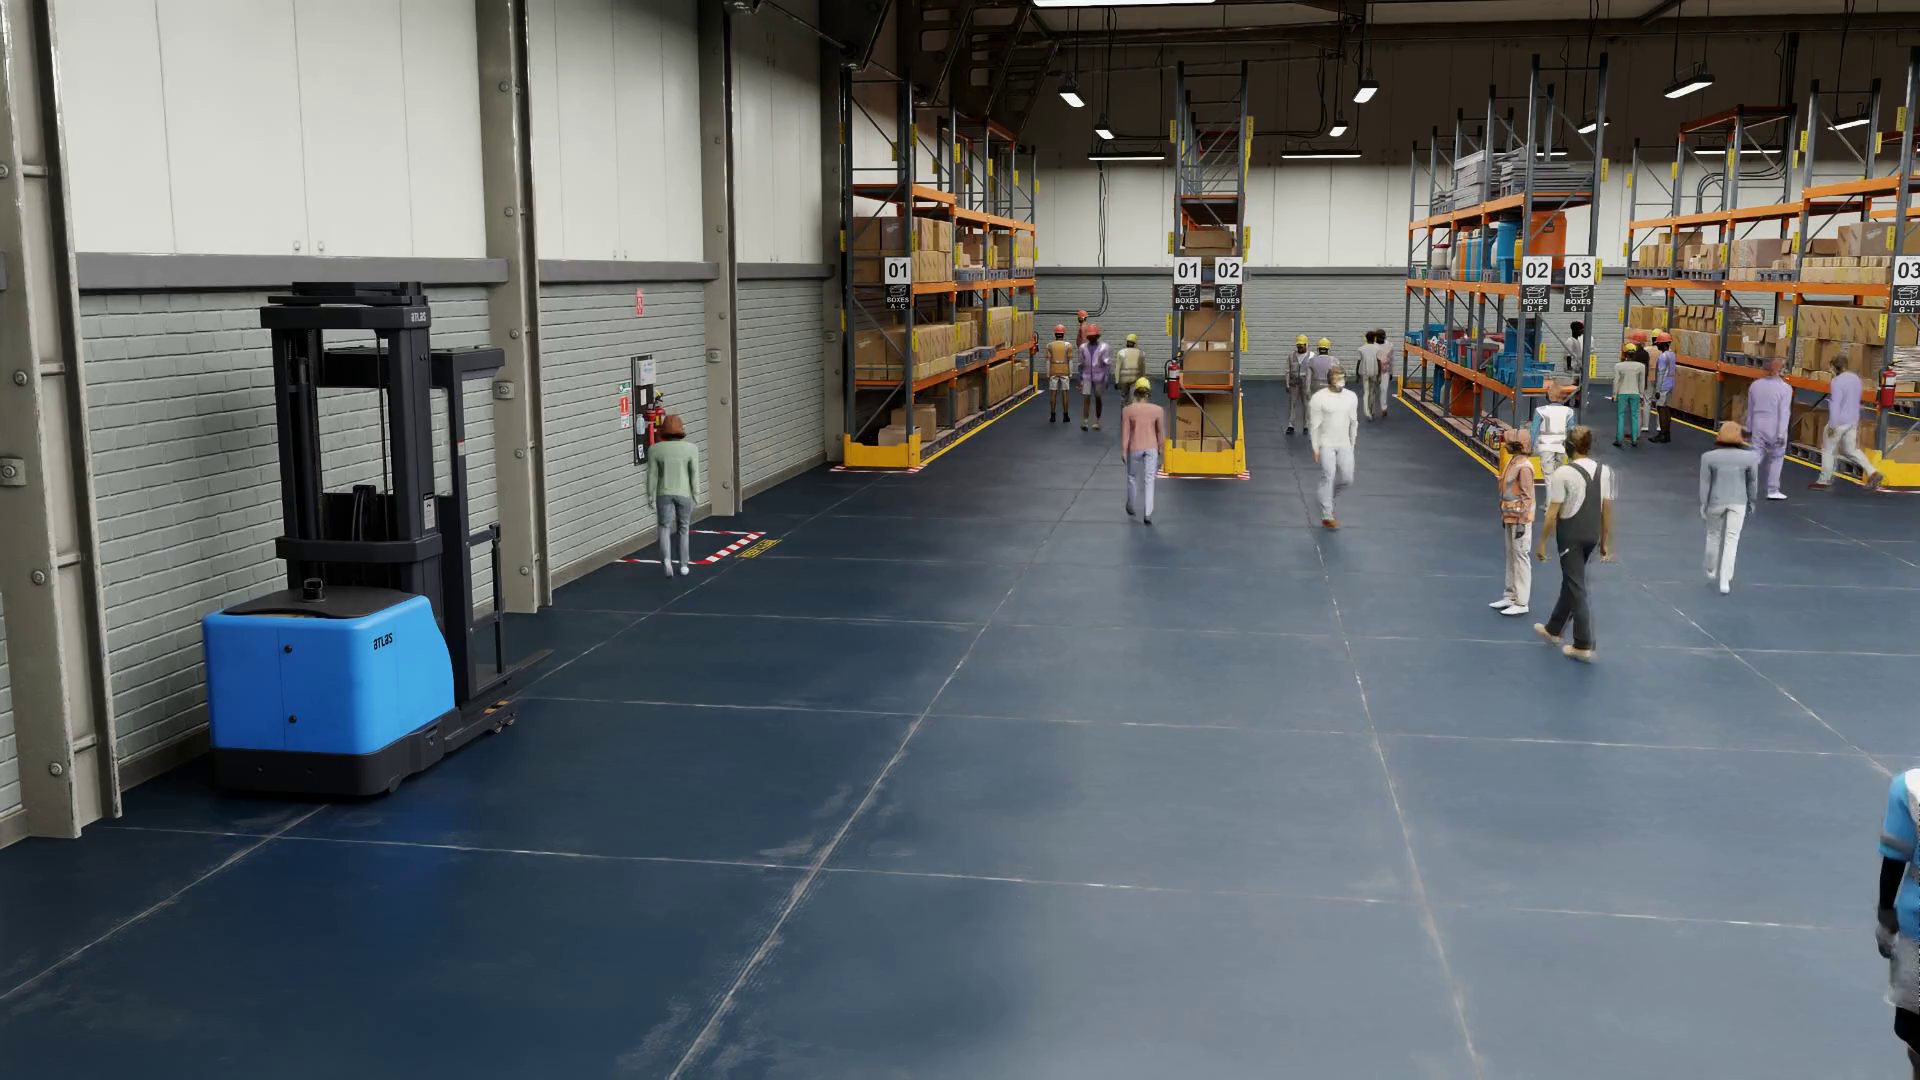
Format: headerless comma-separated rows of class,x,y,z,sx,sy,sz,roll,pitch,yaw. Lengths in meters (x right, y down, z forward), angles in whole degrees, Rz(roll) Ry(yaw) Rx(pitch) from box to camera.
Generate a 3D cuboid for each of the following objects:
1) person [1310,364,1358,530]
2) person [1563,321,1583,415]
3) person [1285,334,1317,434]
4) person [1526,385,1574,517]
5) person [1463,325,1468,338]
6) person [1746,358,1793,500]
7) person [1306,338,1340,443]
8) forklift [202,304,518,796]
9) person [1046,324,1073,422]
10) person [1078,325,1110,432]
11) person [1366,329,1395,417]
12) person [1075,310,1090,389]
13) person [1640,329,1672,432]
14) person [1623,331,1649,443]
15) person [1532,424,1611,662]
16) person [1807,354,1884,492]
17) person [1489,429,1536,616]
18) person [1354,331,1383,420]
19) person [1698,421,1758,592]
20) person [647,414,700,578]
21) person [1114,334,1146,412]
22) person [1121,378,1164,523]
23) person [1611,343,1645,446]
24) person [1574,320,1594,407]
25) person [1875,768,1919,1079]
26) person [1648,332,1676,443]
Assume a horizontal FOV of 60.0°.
person,4.351,-1.093,19.459,0.627,1.928,0.502,-3,10,-17
person,12.788,-3.588,34.723,0.361,1.963,0.613,6,11,31
person,6.314,-2.884,30.785,0.592,1.834,0.404,4,10,23
person,7.225,-1.093,20.445,0.513,1.607,0.740,-2,9,-10
person,12.887,-4.654,42.306,0.309,1.639,0.514,7,12,38
person,10.564,-1.449,21.824,0.808,1.881,0.638,-5,10,-26
person,6.340,-2.604,29.075,0.599,1.832,0.404,2,9,12
forklift,-3.673,-0.038,10.147,1.129,2.768,1.873,1,9,9
person,1.984,-3.329,33.215,0.545,1.939,0.354,1,9,7
person,2.509,-3.042,31.296,0.629,1.986,1.040,3,10,16
person,8.683,-3.464,34.494,0.632,1.794,0.959,2,9,10
person,3.143,-4.885,42.660,0.391,1.997,0.625,2,9,9
person,12.996,-2.989,31.147,0.595,1.925,0.375,1,9,8
person,11.857,-2.684,29.214,0.380,1.961,0.743,0,9,2
person,4.742,-0.004,13.075,0.540,1.814,0.852,-4,10,-23
person,12.077,-1.574,22.574,0.689,1.887,0.901,-6,11,-31
person,4.885,-0.161,14.604,0.314,1.636,0.515,1,9,4
person,8.238,-3.315,33.576,0.536,1.813,0.915,2,9,13
person,7.282,-0.331,15.799,0.506,1.587,0.874,4,10,26
person,-2.806,-0.428,16.317,0.509,1.620,0.631,-1,9,-7
person,3.313,-3.112,32.408,0.648,1.765,0.951,-1,9,-4
person,2.193,-1.094,20.105,0.534,1.719,0.925,0,9,-1
person,11.490,-2.497,28.618,0.534,1.766,0.318,1,9,6
person,13.764,-3.916,36.917,0.564,1.908,0.701,3,10,17
person,3.338,1.292,5.525,0.538,1.681,0.650,7,11,35
person,12.384,-2.692,29.333,0.385,1.930,0.541,9,13,43
